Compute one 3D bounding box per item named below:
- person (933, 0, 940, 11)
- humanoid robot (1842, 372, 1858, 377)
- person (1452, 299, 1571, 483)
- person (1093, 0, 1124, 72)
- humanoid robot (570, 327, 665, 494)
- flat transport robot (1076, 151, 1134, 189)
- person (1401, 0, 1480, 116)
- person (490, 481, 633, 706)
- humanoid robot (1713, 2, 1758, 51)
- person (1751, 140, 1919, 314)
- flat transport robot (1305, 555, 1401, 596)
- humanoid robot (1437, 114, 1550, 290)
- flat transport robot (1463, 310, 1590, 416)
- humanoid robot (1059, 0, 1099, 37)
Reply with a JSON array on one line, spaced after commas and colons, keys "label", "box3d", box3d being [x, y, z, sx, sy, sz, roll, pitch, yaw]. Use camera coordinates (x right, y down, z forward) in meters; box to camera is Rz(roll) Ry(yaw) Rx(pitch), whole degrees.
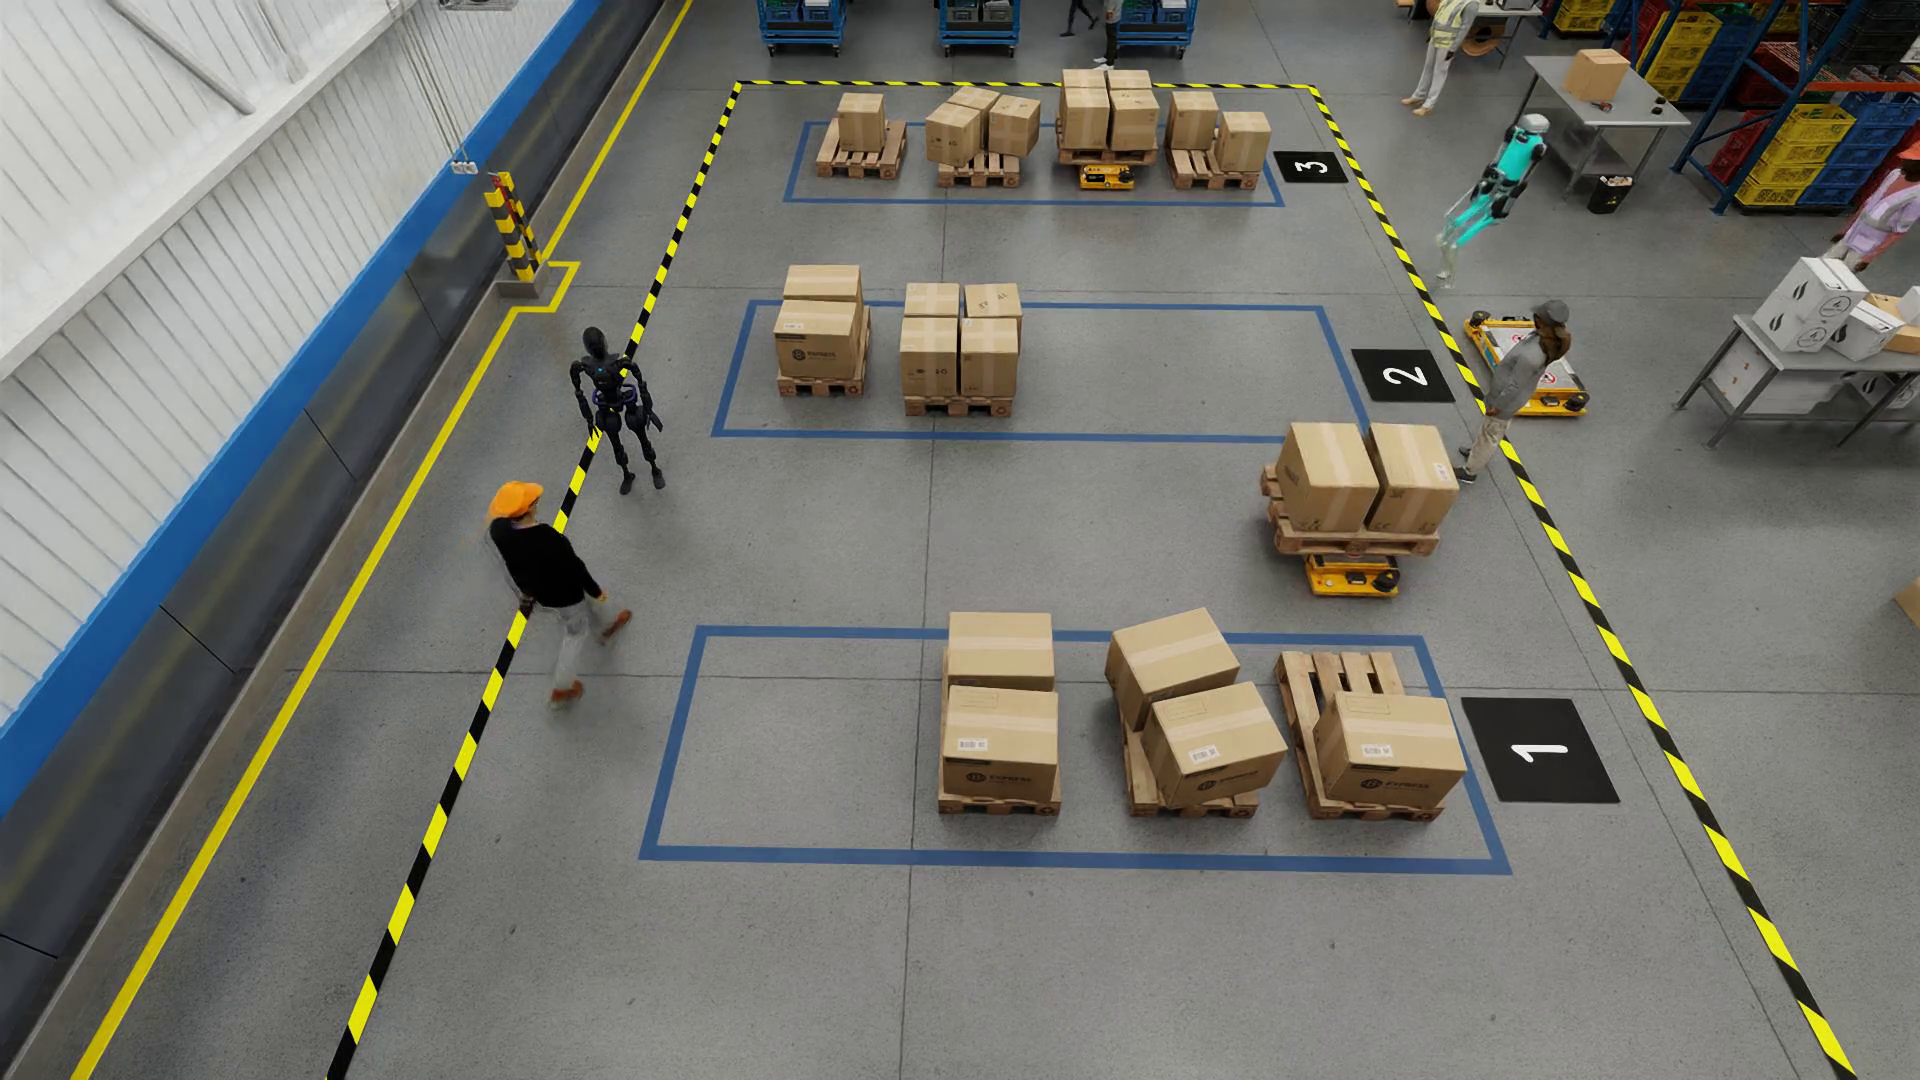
[{"label": "person", "box3d": [-0.294, -9.657, 14.775, 0.375, 1.958, 0.603, 10, 50, 9]}, {"label": "humanoid robot", "box3d": [8.674, -1.875, 8.242, 0.611, 1.625, 0.709, -7, 50, -6]}, {"label": "person", "box3d": [4.558, -1.208, 7.586, 0.394, 1.767, 0.573, 34, 57, 26]}, {"label": "person", "box3d": [2.165, -7.758, 13.203, 0.394, 1.849, 0.588, 5, 49, 5]}, {"label": "humanoid robot", "box3d": [-2.773, -1.041, 7.491, 0.599, 1.659, 0.315, -8, 50, -7]}, {"label": "flat transport robot", "box3d": [1.845, -4.982, 11.827, 0.652, 0.197, 1.431, 1, 49, 1]}, {"label": "person", "box3d": [6.473, -6.678, 12.277, 0.430, 1.837, 0.620, -6, 49, -5]}, {"label": "person", "box3d": [-2.756, 0.331, 6.204, 0.583, 1.849, 0.918, 20, 52, 17]}, {"label": "humanoid robot", "box3d": [11.422, -7.933, 13.437, 0.905, 1.758, 0.530, -7, 49, -6]}, {"label": "person", "box3d": [8.623, -2.897, 8.896, 0.623, 2.021, 0.621, 7, 50, 6]}, {"label": "flat transport robot", "box3d": [3.136, -0.152, 7.647, 0.652, 0.197, 1.431, 1, 49, 1]}, {"label": "humanoid robot", "box3d": [5.423, -3.499, 9.597, 0.799, 1.766, 0.580, -12, 50, -10]}, {"label": "flat transport robot", "box3d": [5.573, -1.757, 9.054, 0.659, 0.231, 1.431, 1, 49, 1]}, {"label": "humanoid robot", "box3d": [1.914, -8.696, 14.148, 0.691, 1.635, 0.608, -12, 50, -10]}]
